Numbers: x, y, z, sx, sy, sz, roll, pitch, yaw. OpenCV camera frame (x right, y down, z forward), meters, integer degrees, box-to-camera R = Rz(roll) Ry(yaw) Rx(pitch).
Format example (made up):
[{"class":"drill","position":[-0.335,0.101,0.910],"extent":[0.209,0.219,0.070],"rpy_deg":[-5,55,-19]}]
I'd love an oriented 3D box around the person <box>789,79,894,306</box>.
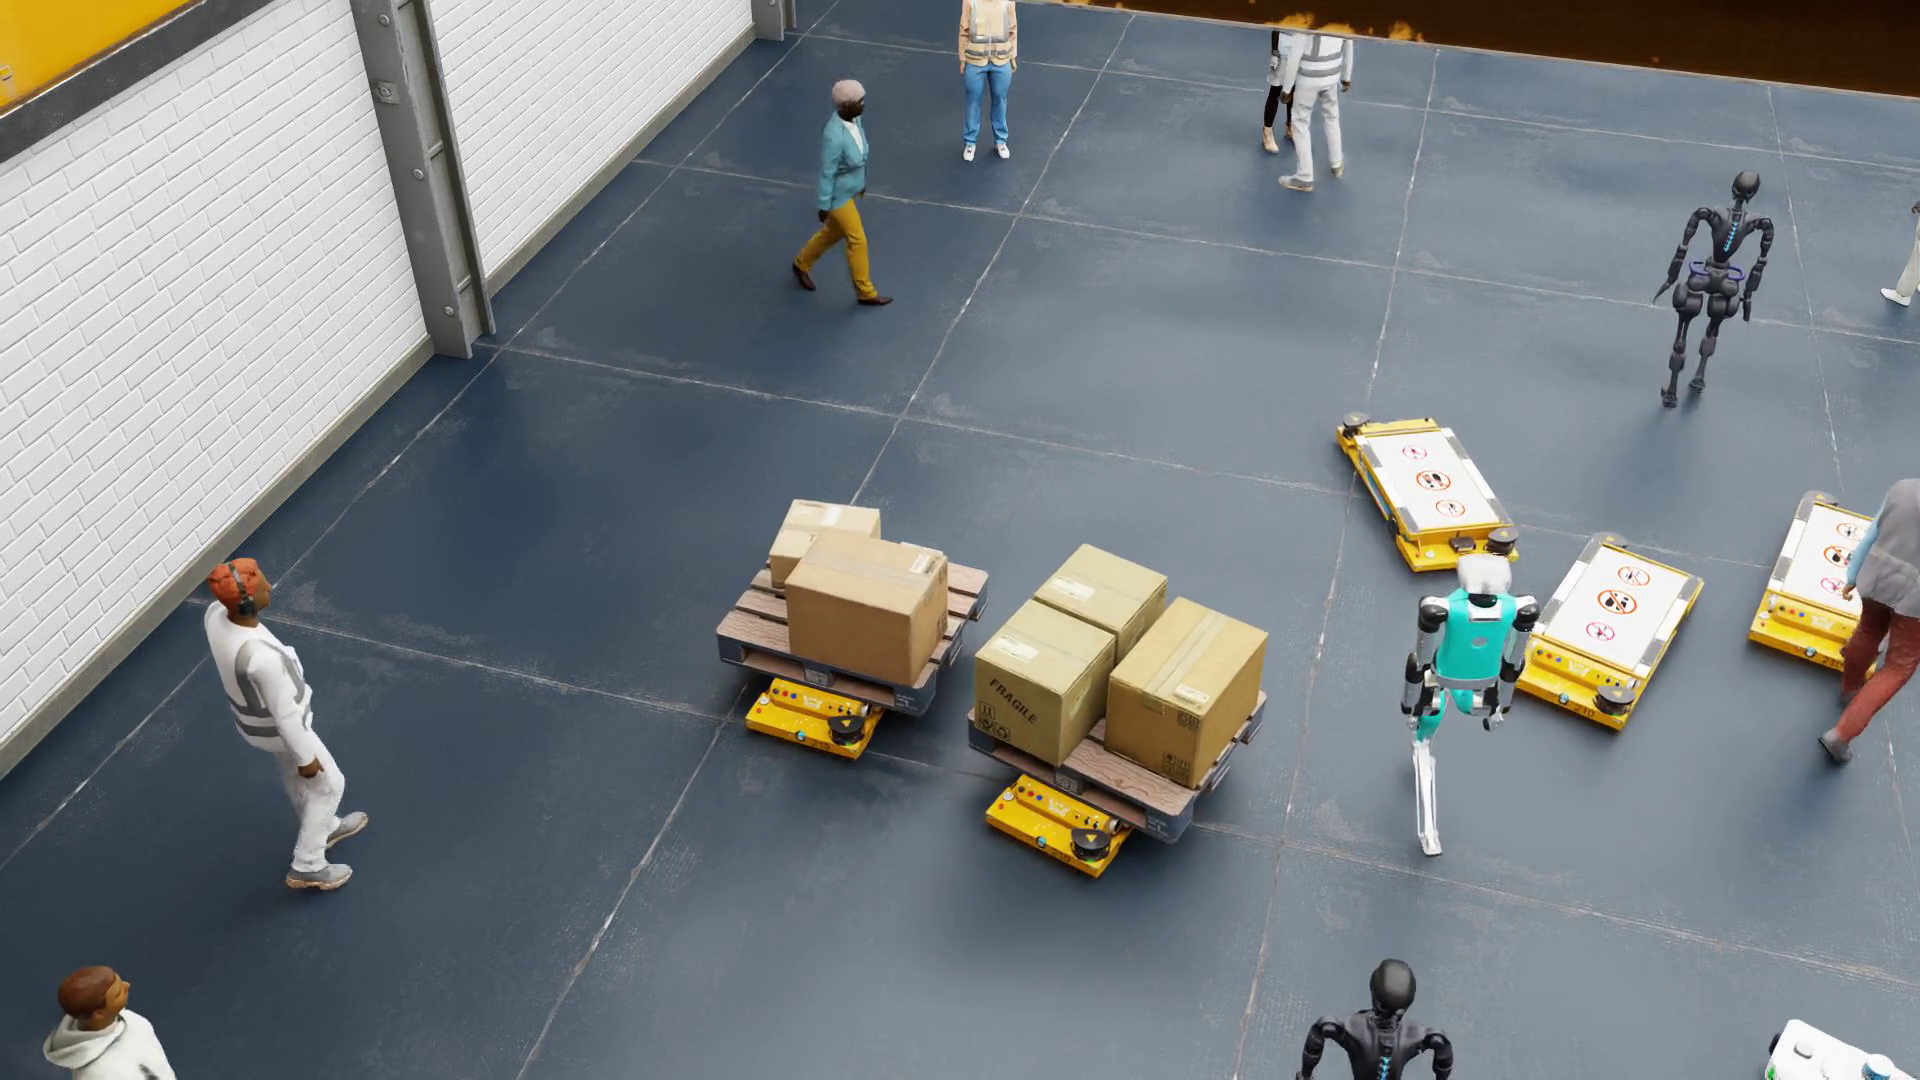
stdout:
[{"class":"person","position":[-0.917,-2.496,11.950],"extent":[0.803,1.714,0.530],"rpy_deg":[7,39,9]}]

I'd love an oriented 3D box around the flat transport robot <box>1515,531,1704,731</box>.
[{"class":"flat transport robot","position":[3.672,0.480,9.407],"extent":[0.659,0.231,1.431],"rpy_deg":[24,45,27]}]

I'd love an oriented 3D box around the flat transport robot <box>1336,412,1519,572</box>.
[{"class":"flat transport robot","position":[2.909,-0.335,10.421],"extent":[0.659,0.231,1.431],"rpy_deg":[-5,39,-7]}]

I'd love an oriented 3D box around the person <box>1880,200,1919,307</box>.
[{"class":"person","position":[7.108,-2.432,11.932],"extent":[0.510,1.643,0.306],"rpy_deg":[-7,39,-8]}]

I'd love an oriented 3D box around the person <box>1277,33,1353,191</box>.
[{"class":"person","position":[2.909,-3.721,13.370],"extent":[0.785,1.853,0.397],"rpy_deg":[-18,42,-21]}]

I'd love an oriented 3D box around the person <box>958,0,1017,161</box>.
[{"class":"person","position":[0.227,-4.018,13.835],"extent":[0.492,1.732,0.362],"rpy_deg":[-4,39,-5]}]

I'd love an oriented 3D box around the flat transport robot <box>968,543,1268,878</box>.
[{"class":"flat transport robot","position":[0.792,1.102,8.634],"extent":[0.659,0.231,1.431],"rpy_deg":[23,44,26]}]

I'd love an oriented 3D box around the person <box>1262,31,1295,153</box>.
[{"class":"person","position":[2.811,-4.104,13.967],"extent":[0.534,1.699,0.318],"rpy_deg":[-17,42,-21]}]

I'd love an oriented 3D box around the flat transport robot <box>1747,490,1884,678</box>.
[{"class":"flat transport robot","position":[5.117,0.232,9.715],"extent":[0.659,0.231,1.431],"rpy_deg":[22,44,25]}]

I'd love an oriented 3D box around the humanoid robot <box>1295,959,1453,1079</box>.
[{"class":"humanoid robot","position":[1.490,2.172,6.206],"extent":[0.615,1.624,0.777],"rpy_deg":[3,39,4]}]

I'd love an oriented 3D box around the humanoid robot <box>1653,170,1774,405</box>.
[{"class":"humanoid robot","position":[4.931,-1.669,10.965],"extent":[0.612,1.644,0.450],"rpy_deg":[11,40,13]}]

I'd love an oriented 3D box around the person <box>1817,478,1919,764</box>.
[{"class":"person","position":[4.741,0.278,8.398],"extent":[0.807,1.846,0.550],"rpy_deg":[-25,45,-28]}]

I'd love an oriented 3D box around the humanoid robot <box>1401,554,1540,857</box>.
[{"class":"humanoid robot","position":[2.348,0.662,8.028],"extent":[0.551,1.749,1.026],"rpy_deg":[1,39,1]}]

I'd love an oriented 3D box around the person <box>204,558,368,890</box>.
[{"class":"person","position":[-3.122,0.836,7.686],"extent":[0.456,1.878,0.600],"rpy_deg":[-31,48,-33]}]

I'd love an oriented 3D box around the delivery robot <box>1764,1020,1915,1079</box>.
[{"class":"delivery robot","position":[3.702,2.333,6.862],"extent":[0.757,0.580,0.499],"rpy_deg":[26,46,29]}]

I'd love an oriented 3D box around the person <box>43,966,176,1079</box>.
[{"class":"person","position":[-2.913,2.124,6.189],"extent":[0.909,1.723,0.550],"rpy_deg":[-23,44,-26]}]

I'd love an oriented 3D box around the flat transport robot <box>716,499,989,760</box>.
[{"class":"flat transport robot","position":[-0.582,0.601,9.256],"extent":[0.659,0.231,1.431],"rpy_deg":[14,41,17]}]
